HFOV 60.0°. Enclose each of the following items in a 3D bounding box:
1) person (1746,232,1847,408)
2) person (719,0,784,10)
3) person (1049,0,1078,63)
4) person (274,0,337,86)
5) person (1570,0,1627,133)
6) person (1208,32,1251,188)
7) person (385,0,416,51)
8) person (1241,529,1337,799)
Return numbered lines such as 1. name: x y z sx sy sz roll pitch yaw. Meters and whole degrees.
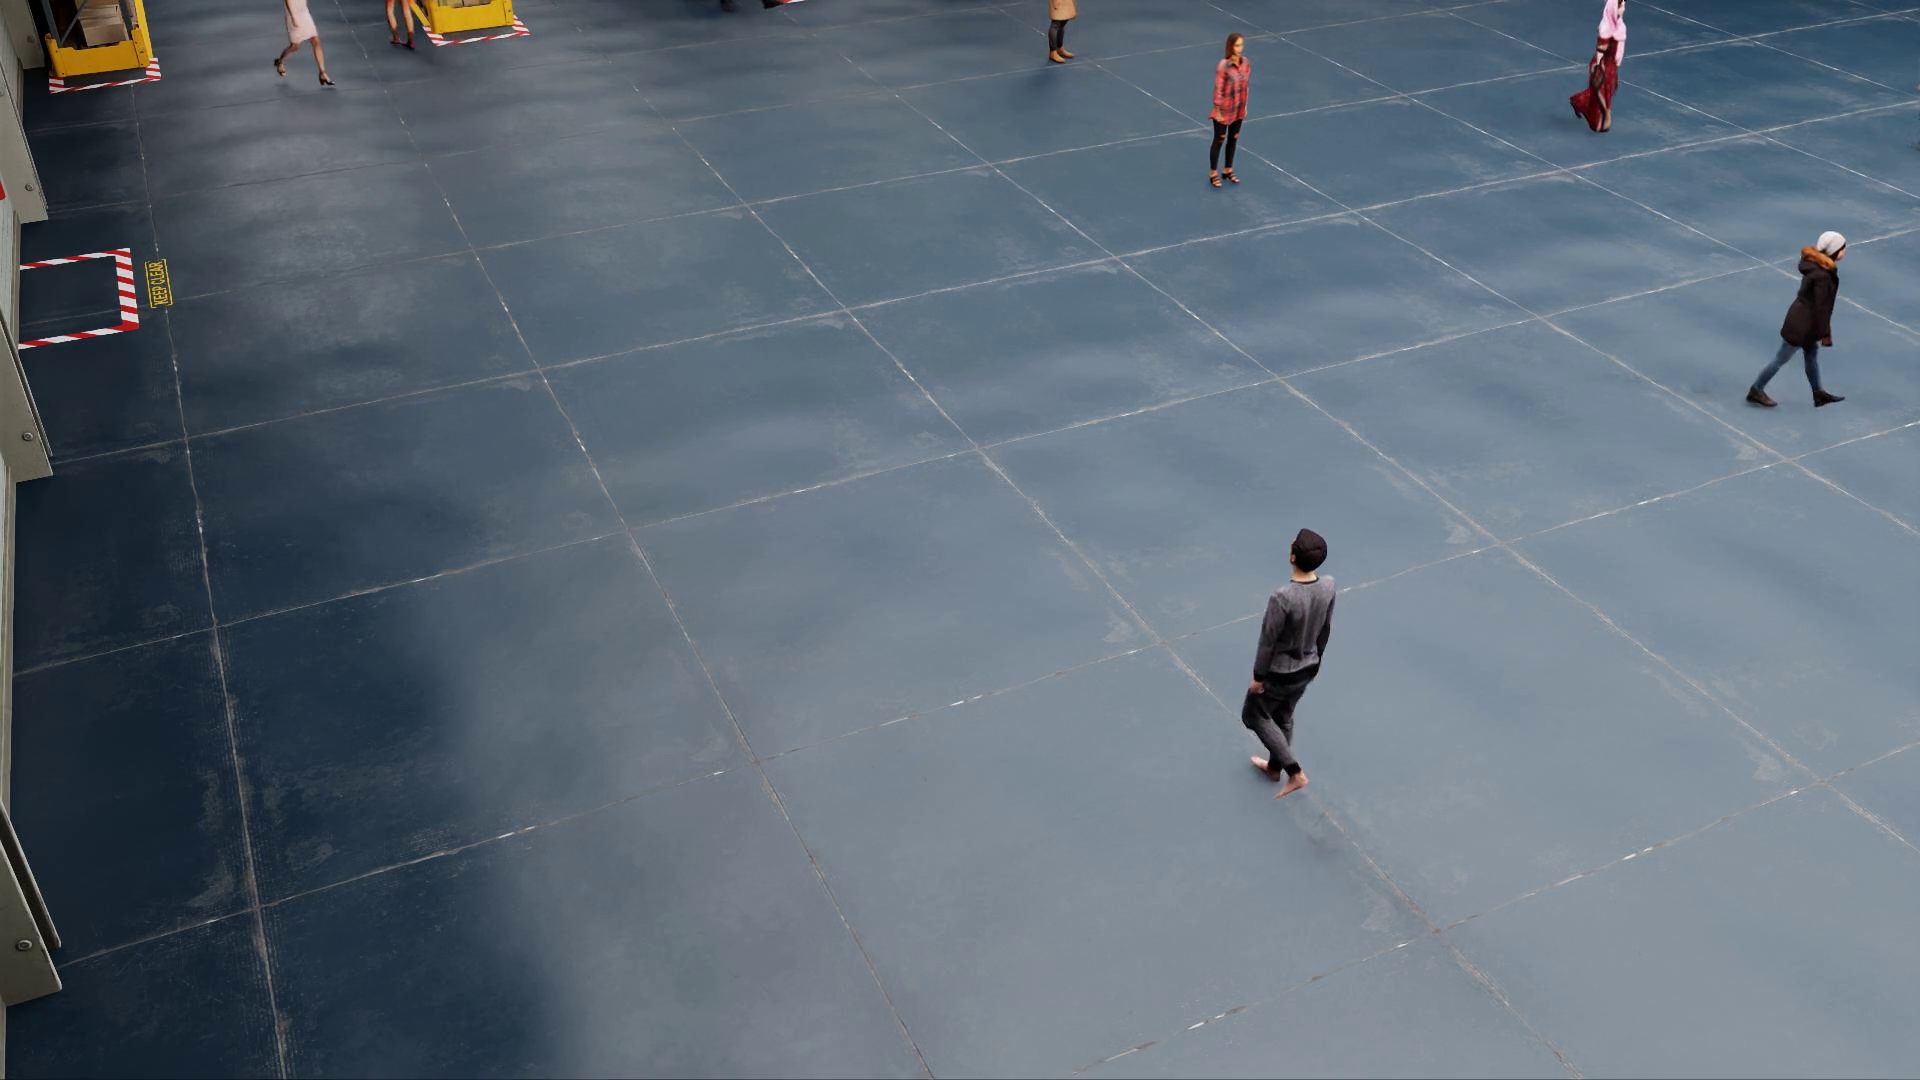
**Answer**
1. person: 7.070 -1.835 14.090 1.093 1.599 0.993 15 36 21
2. person: -3.275 -8.723 24.448 1.303 1.853 1.226 12 35 18
3. person: 1.372 -7.391 22.517 0.809 1.726 0.773 17 37 24
4. person: -8.635 -6.755 21.474 1.129 1.798 1.047 12 35 18
5. person: 7.743 -5.775 20.127 0.786 1.624 0.911 -27 42 -35
6. person: 3.009 -4.811 18.572 0.632 1.703 0.580 -19 37 -26
7. person: -7.686 -7.586 22.842 0.712 1.699 0.827 -26 41 -34
8. person: 1.990 0.793 9.846 0.751 1.821 0.819 -19 38 -27
